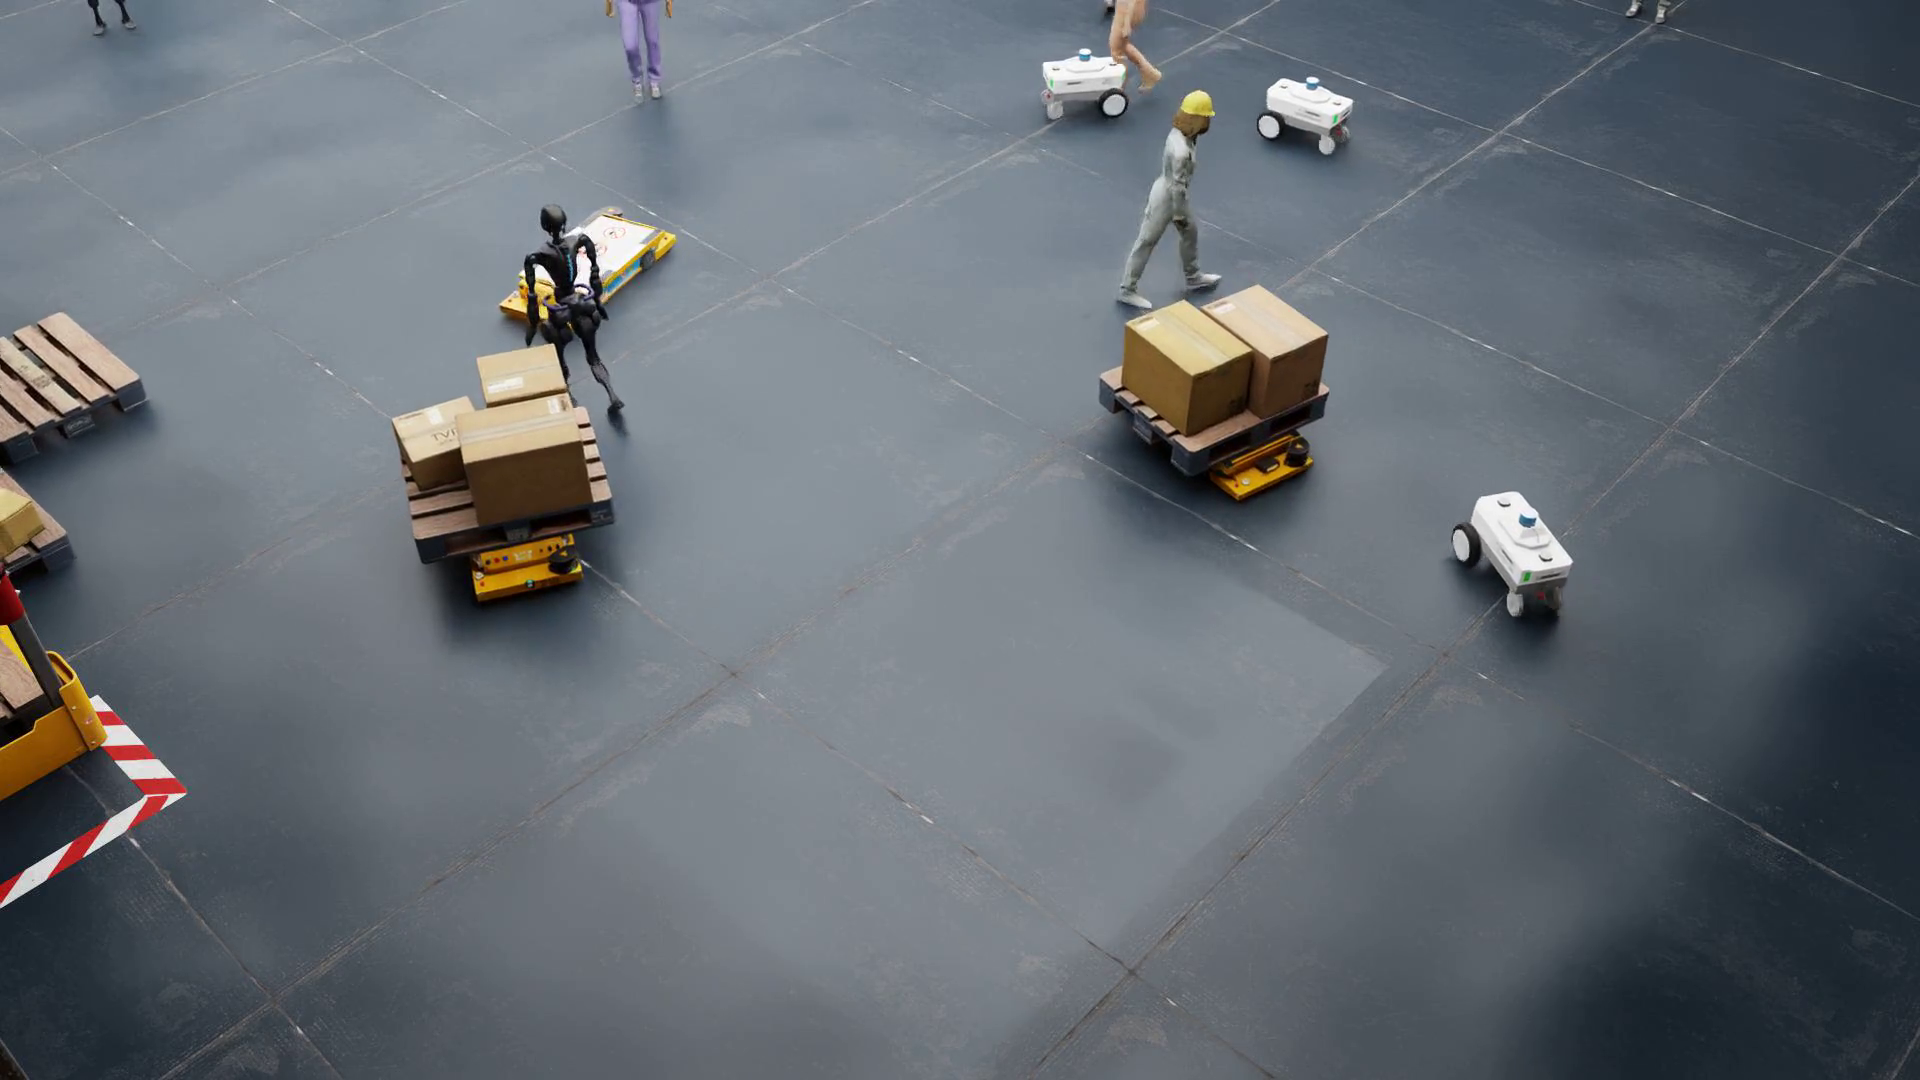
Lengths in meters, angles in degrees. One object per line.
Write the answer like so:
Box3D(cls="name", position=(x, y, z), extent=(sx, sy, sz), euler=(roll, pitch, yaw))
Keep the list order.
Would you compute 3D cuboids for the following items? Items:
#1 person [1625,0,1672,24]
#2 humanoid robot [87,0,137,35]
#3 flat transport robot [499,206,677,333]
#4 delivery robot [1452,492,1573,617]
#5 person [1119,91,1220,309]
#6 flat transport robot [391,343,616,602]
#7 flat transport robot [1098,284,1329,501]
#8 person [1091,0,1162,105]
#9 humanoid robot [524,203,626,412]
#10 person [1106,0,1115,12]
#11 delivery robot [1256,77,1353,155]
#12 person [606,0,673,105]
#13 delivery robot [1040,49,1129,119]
Box3D(cls="person", position=(6.798, -5.898, 15.913), extent=(0.569, 1.832, 0.389), euler=(18, 45, 19))
Box3D(cls="humanoid robot", position=(-8.228, -5.624, 15.714), extent=(0.599, 1.657, 0.315), euler=(-17, 45, -18))
Box3D(cls="flat transport robot", position=(-2.863, -2.108, 12.869), extent=(0.659, 0.231, 1.431), euler=(18, 45, 19))
Box3D(cls="delivery robot", position=(3.437, 0.048, 10.273), extent=(0.499, 0.614, 0.815), euler=(-10, 43, -11))
Box3D(cls="person", position=(1.597, -2.505, 12.252), extent=(0.765, 1.686, 0.506), euler=(9, 43, 10))
Box3D(cls="flat transport robot", position=(-2.886, -0.192, 10.740), extent=(0.659, 0.231, 1.431), euler=(-13, 44, -14))
Box3D(cls="flat transport robot", position=(1.708, -0.823, 11.441), extent=(0.659, 0.231, 1.431), euler=(-24, 47, -24))
Box3D(cls="person", position=(1.499, -4.634, 14.579), extent=(0.557, 1.733, 0.500), euler=(2, 42, 2))
Box3D(cls="humanoid robot", position=(-2.637, -1.521, 11.182), extent=(0.612, 1.637, 0.623), euler=(-31, 50, -30))
Box3D(cls="person", position=(1.581, -6.082, 16.143), extent=(0.567, 1.806, 0.879), euler=(1, 42, 1))
Box3D(cls="delivery robot", position=(3.018, -3.737, 14.443), extent=(0.745, 0.565, 0.499), euler=(27, 48, 26))
Box3D(cls="person", position=(-2.810, -4.716, 14.602), extent=(0.591, 1.822, 0.550), euler=(-9, 43, -10))
Box3D(cls="delivery robot", position=(1.137, -4.082, 14.863), extent=(0.790, 0.614, 0.499), euler=(-7, 42, -7))
